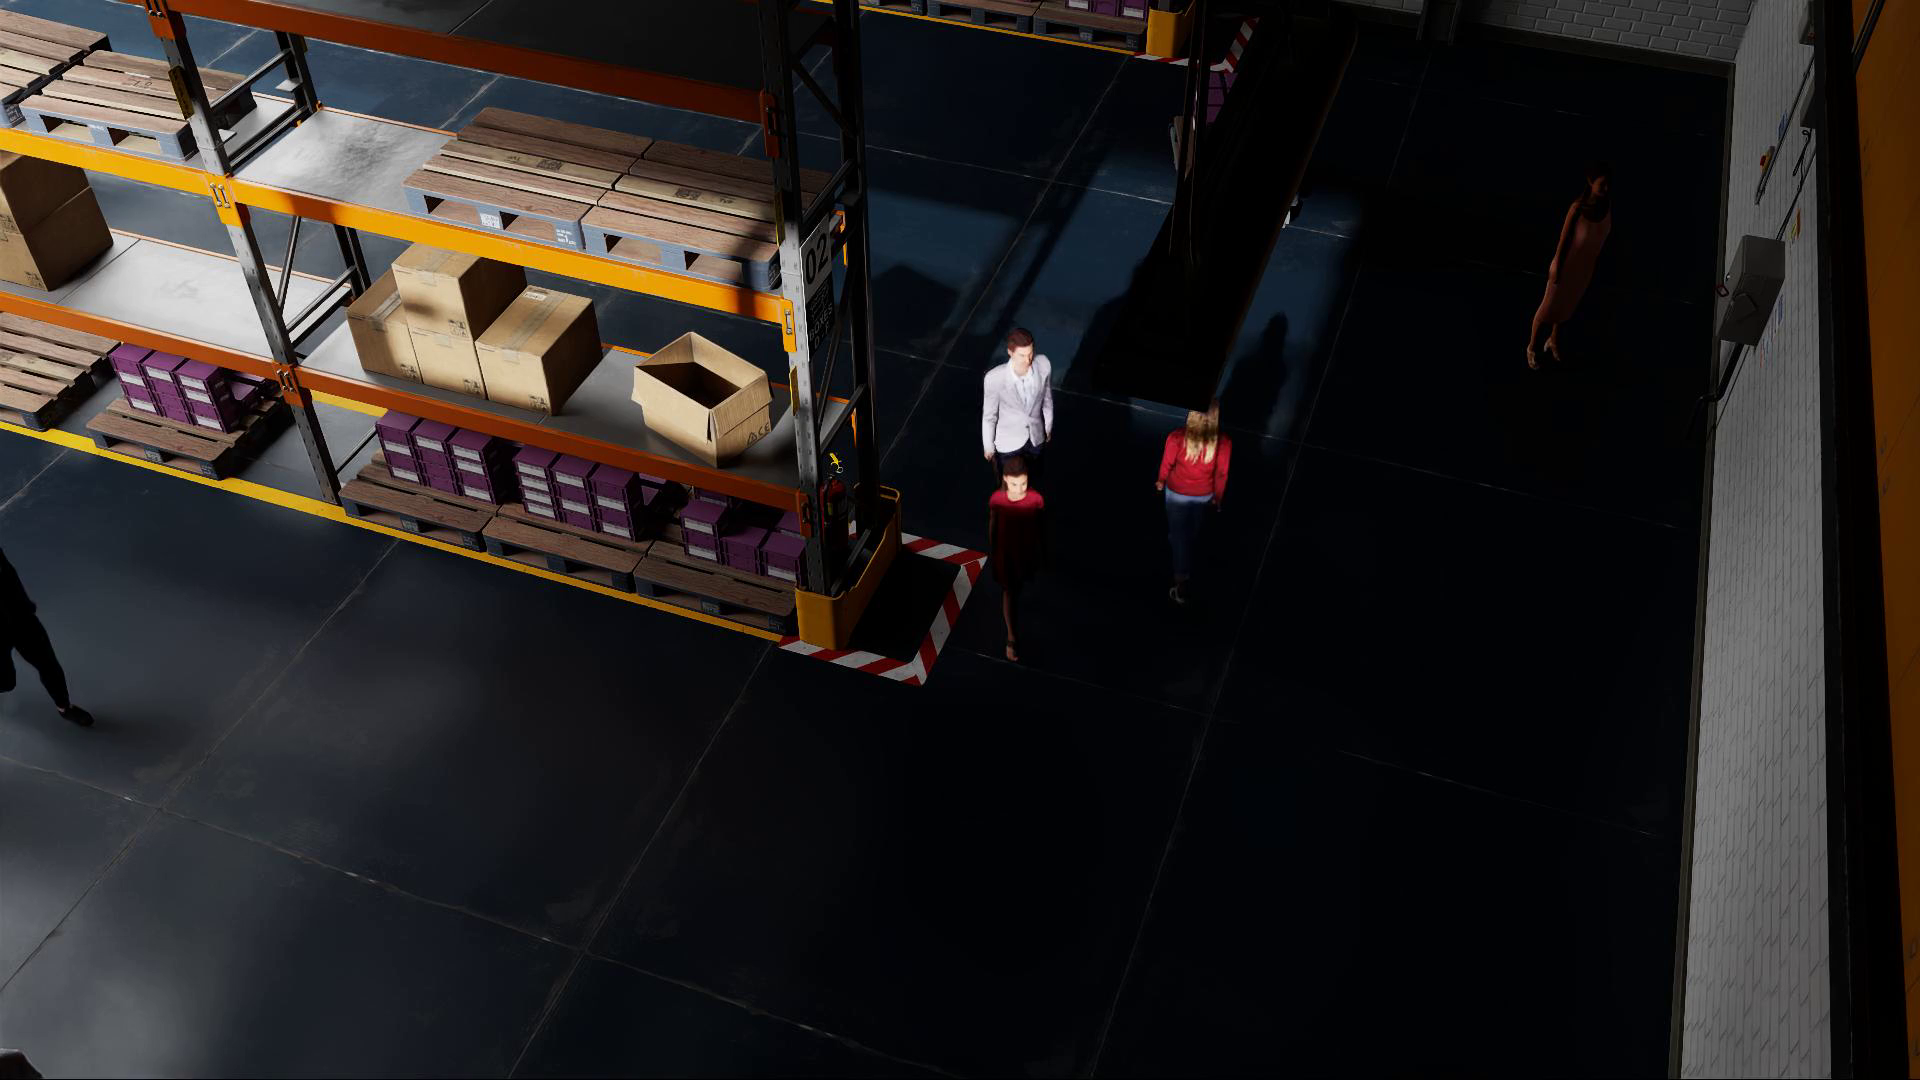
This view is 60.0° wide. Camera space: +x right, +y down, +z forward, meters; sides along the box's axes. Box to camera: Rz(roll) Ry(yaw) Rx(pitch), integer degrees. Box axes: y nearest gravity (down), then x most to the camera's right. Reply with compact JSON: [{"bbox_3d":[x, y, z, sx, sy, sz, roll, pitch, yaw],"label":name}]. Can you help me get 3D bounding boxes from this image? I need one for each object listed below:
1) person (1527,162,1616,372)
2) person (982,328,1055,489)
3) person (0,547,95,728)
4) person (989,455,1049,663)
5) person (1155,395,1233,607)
[{"bbox_3d":[4.836,-2.167,13.132,0.640,1.831,0.722,-13,45,-13],"label":"person"},{"bbox_3d":[0.377,-0.777,11.675,1.099,1.828,1.160,-17,46,-17],"label":"person"},{"bbox_3d":[-6.037,0.515,10.328,1.017,1.816,0.746,19,47,19],"label":"person"},{"bbox_3d":[0.374,-0.006,11.083,1.034,1.528,0.918,-6,44,-6],"label":"person"},{"bbox_3d":[1.576,-0.277,11.320,1.130,1.594,1.008,-5,44,-5],"label":"person"}]
